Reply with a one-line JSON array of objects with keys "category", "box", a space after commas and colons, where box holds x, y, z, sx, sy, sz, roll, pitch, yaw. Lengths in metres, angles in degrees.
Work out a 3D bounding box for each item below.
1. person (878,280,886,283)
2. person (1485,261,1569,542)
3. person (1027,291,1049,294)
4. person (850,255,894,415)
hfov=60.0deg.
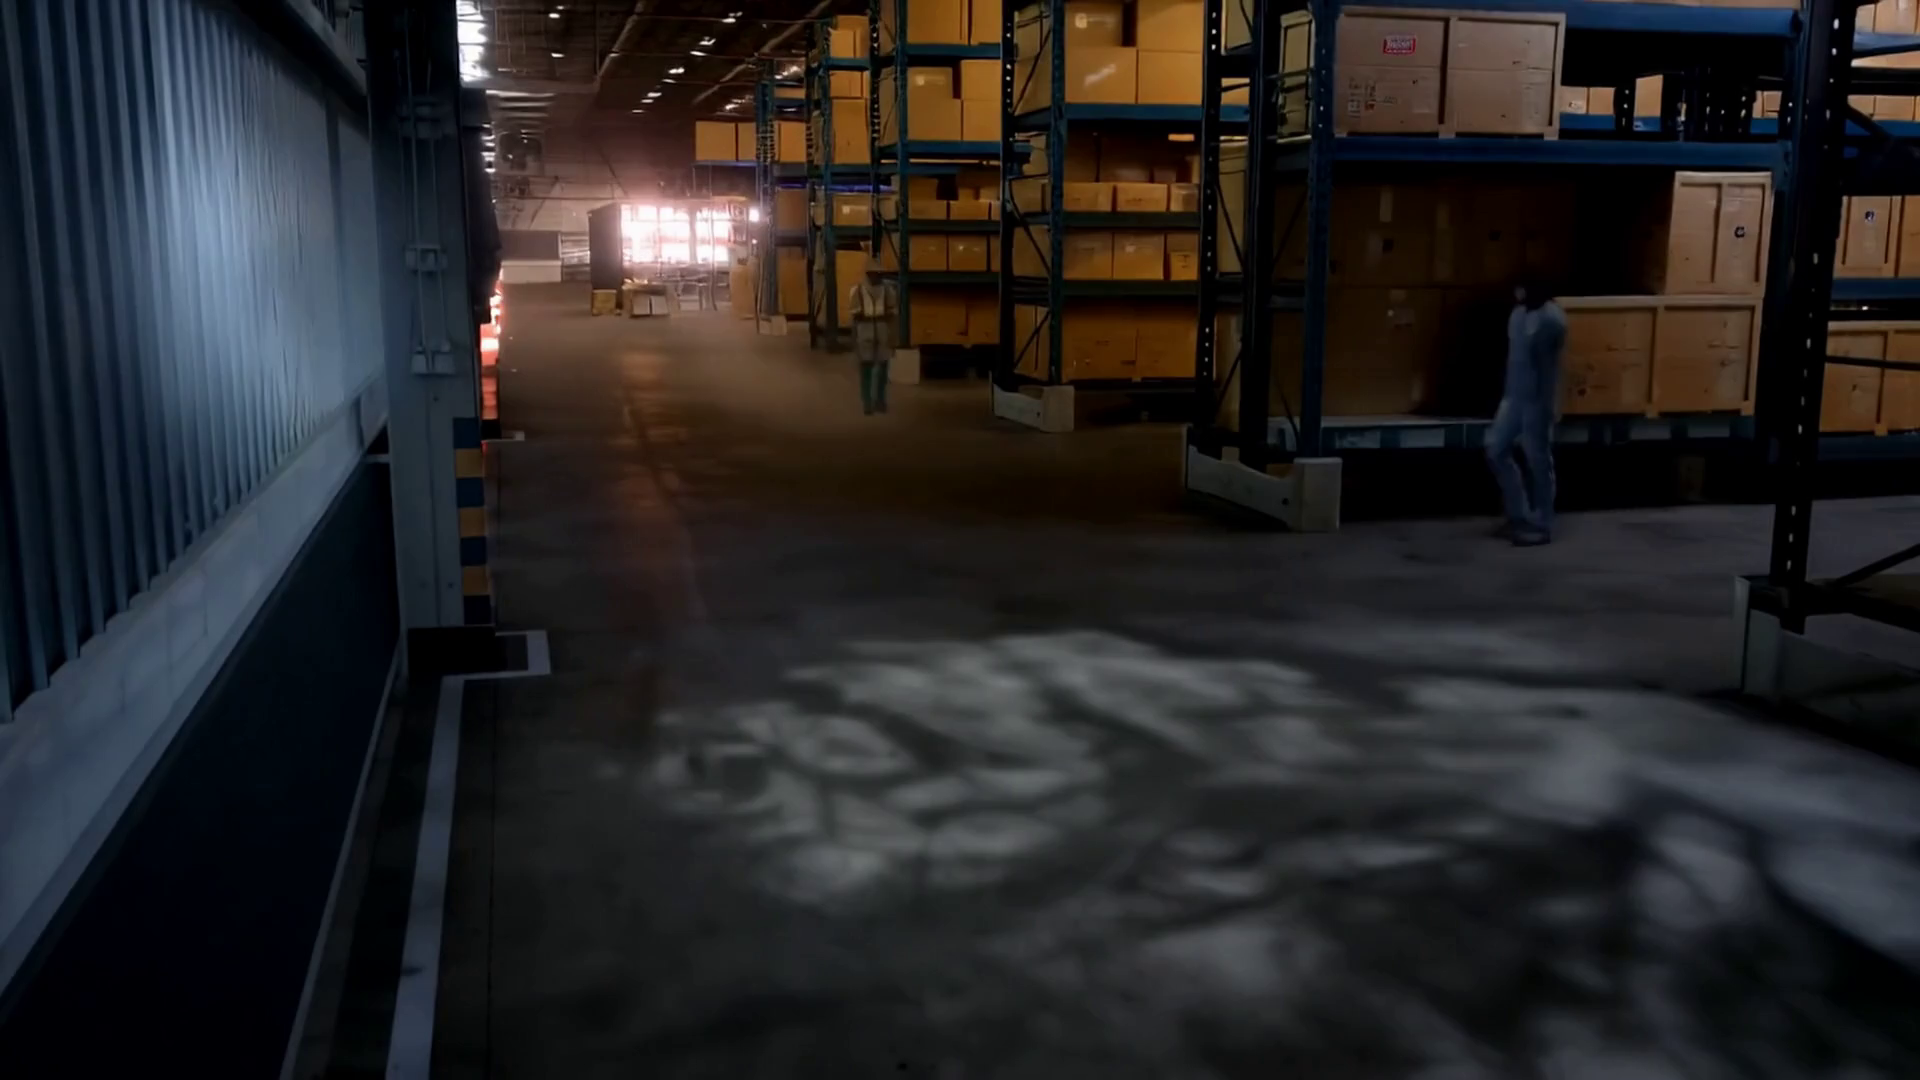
[{"category": "person", "box": [-1.388, -3.689, 27.512, 0.660, 1.725, 0.560, -5, 11, -28]}, {"category": "person", "box": [3.876, -0.927, 11.344, 0.520, 1.916, 0.654, -2, 10, -10]}, {"category": "person", "box": [1.050, -3.054, 23.776, 0.971, 1.780, 0.640, -2, 10, -9]}, {"category": "person", "box": [-1.058, -2.454, 19.997, 0.565, 1.921, 0.462, -3, 10, -14]}]
